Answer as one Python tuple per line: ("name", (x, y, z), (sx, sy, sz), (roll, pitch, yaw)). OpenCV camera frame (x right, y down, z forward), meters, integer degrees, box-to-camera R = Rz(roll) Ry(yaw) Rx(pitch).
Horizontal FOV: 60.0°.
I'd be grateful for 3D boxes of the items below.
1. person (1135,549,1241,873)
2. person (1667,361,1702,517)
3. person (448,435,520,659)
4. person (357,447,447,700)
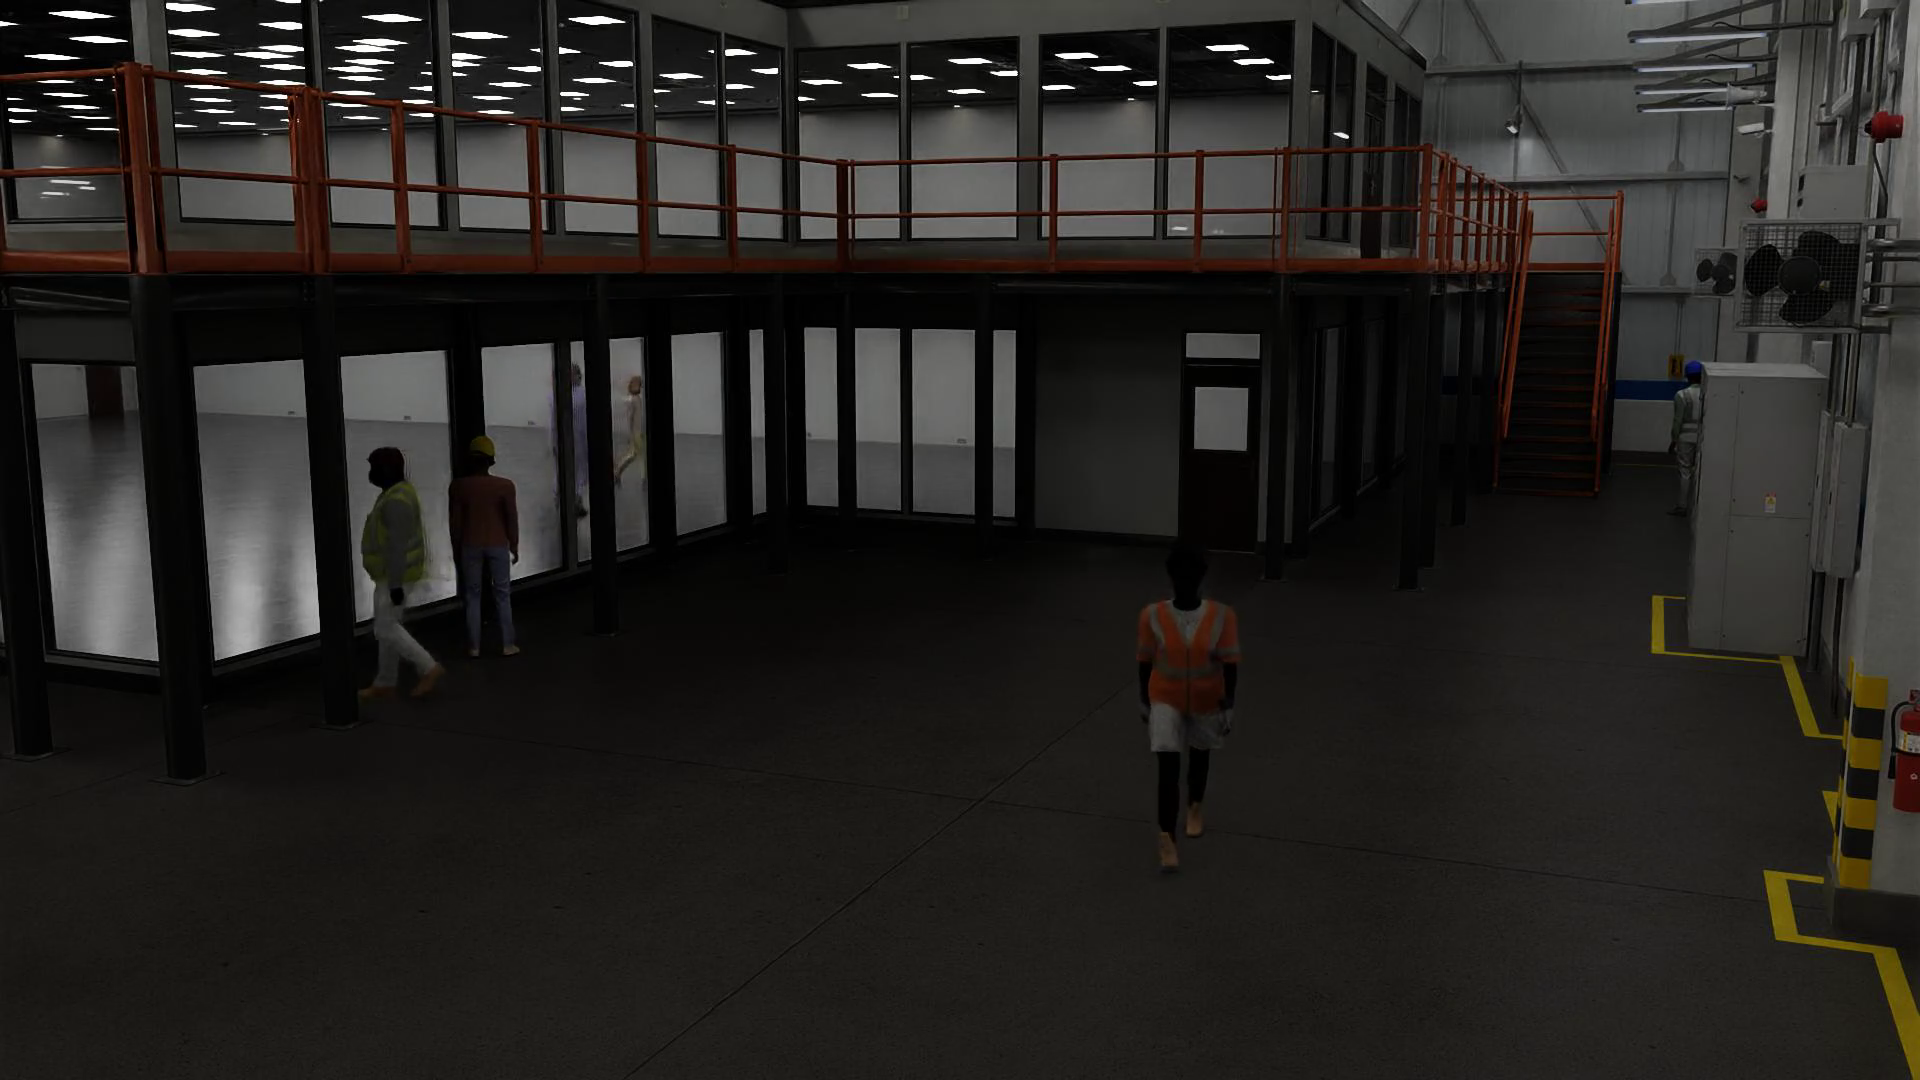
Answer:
("person", (1.182, 0.841, 8.677), (0.534, 1.646, 0.881), (1, 9, 5))
("person", (9.110, -1.252, 20.687), (0.603, 1.938, 0.402), (-2, 9, -11))
("person", (-3.752, 0.059, 13.133), (0.527, 1.768, 0.331), (-1, 9, -8))
("person", (-4.017, 0.247, 11.769), (0.572, 1.832, 0.649), (-3, 10, -16))
